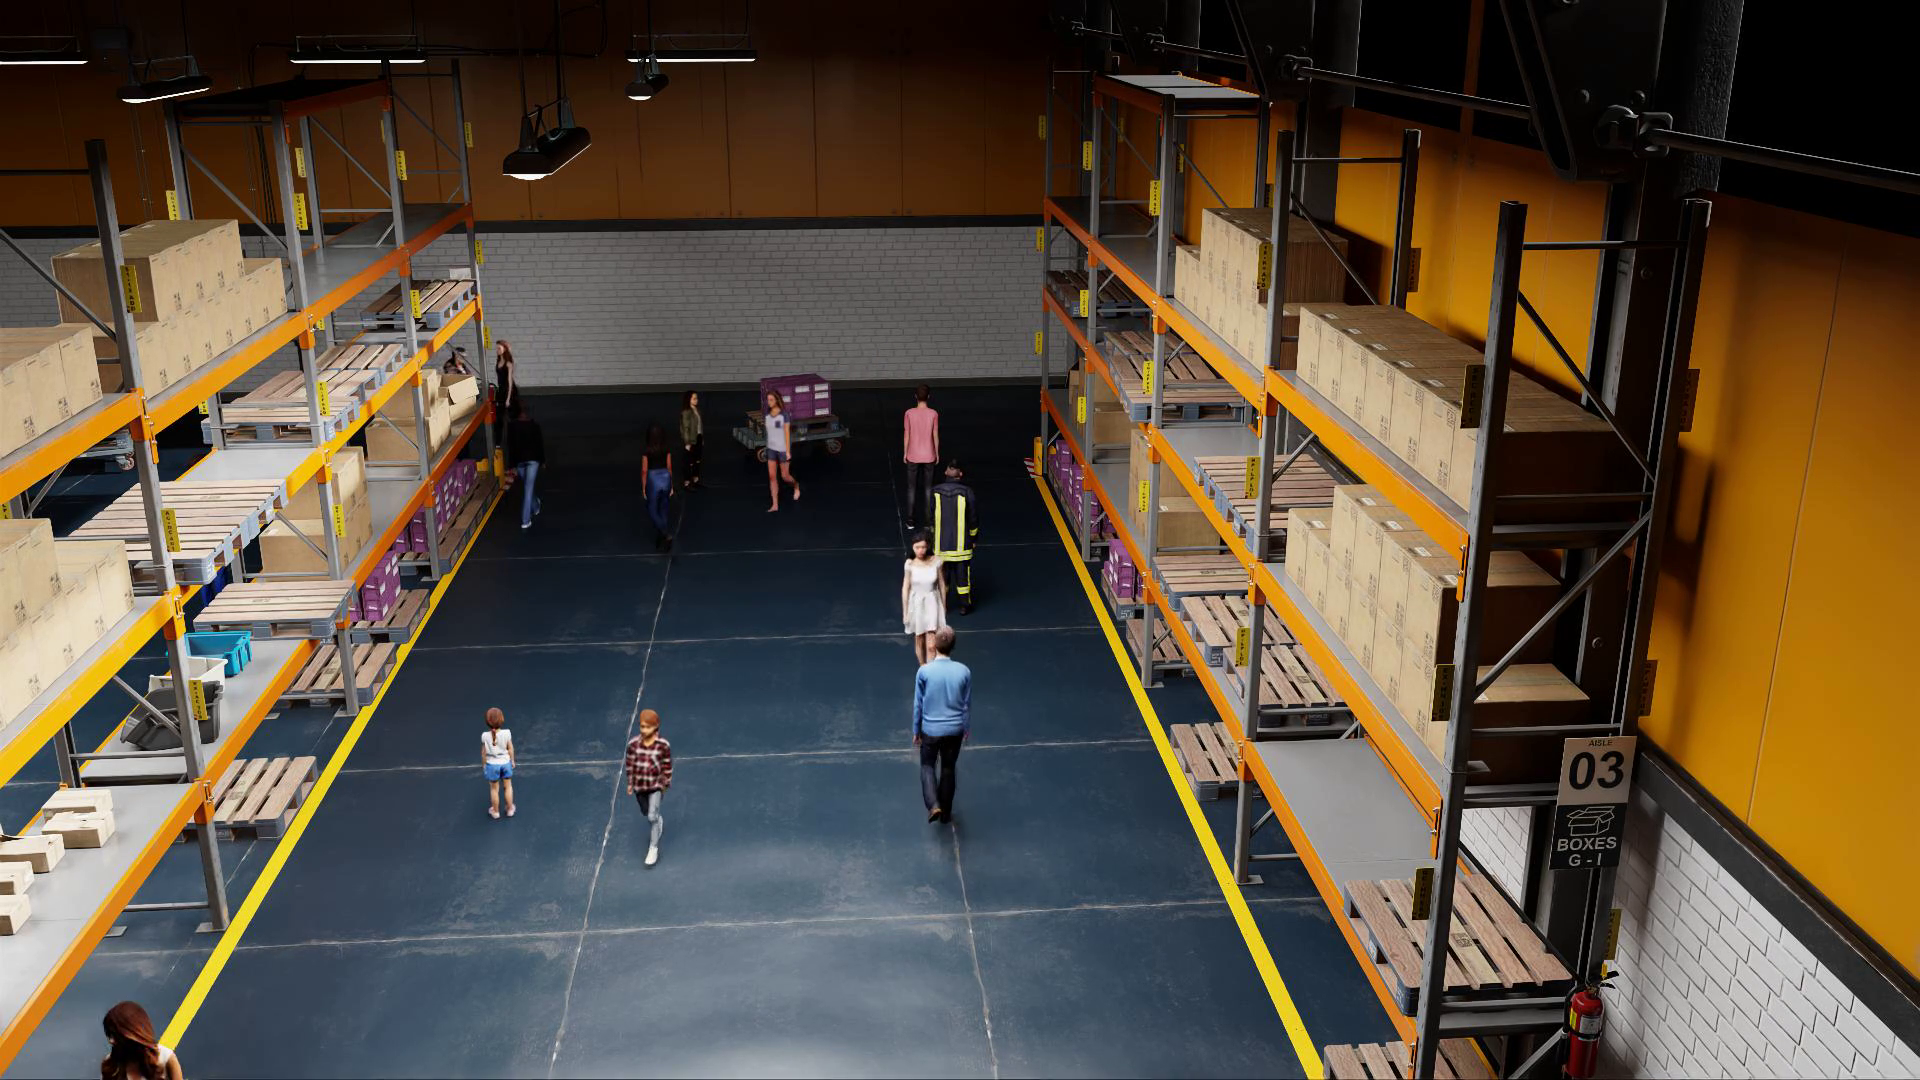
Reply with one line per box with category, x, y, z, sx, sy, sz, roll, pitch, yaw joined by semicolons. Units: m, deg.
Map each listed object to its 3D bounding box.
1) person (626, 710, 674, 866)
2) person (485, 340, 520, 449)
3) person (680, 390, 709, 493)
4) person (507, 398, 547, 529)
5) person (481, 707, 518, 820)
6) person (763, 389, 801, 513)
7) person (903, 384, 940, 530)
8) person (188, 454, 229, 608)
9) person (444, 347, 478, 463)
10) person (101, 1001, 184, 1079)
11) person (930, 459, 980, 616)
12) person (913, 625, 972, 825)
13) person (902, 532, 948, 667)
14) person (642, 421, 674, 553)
person;-2.598;2.003;13.964;0.617;1.291;0.930;2;19;5
person;-6.985;-2.281;26.023;0.936;1.715;1.040;11;22;30
person;-3.842;-1.432;23.881;0.709;1.473;0.603;9;21;25
person;-5.801;-0.988;22.211;0.684;1.697;1.179;0;19;1
person;-4.042;1.947;14.560;0.458;1.019;0.469;-6;19;-16
person;-2.455;-1.243;22.950;0.886;1.710;1.011;9;21;26
person;-0.520;-1.106;22.155;0.630;1.958;0.561;-1;19;-3
person;-8.674;-0.068;19.181;0.758;1.888;0.758;6;19;16
person;-7.551;-1.986;24.963;0.913;1.833;0.751;3;19;10
person;-4.451;3.335;9.286;0.659;1.753;1.075;-4;19;-11
person;-0.087;-0.050;19.174;0.820;1.858;0.796;4;19;11
person;-0.134;1.642;14.251;0.661;1.793;0.822;-2;19;-7
person;-0.361;0.723;17.048;0.629;1.749;0.823;-2;19;-5
person;-3.796;-0.636;21.126;0.813;1.722;1.022;-10;21;-28
